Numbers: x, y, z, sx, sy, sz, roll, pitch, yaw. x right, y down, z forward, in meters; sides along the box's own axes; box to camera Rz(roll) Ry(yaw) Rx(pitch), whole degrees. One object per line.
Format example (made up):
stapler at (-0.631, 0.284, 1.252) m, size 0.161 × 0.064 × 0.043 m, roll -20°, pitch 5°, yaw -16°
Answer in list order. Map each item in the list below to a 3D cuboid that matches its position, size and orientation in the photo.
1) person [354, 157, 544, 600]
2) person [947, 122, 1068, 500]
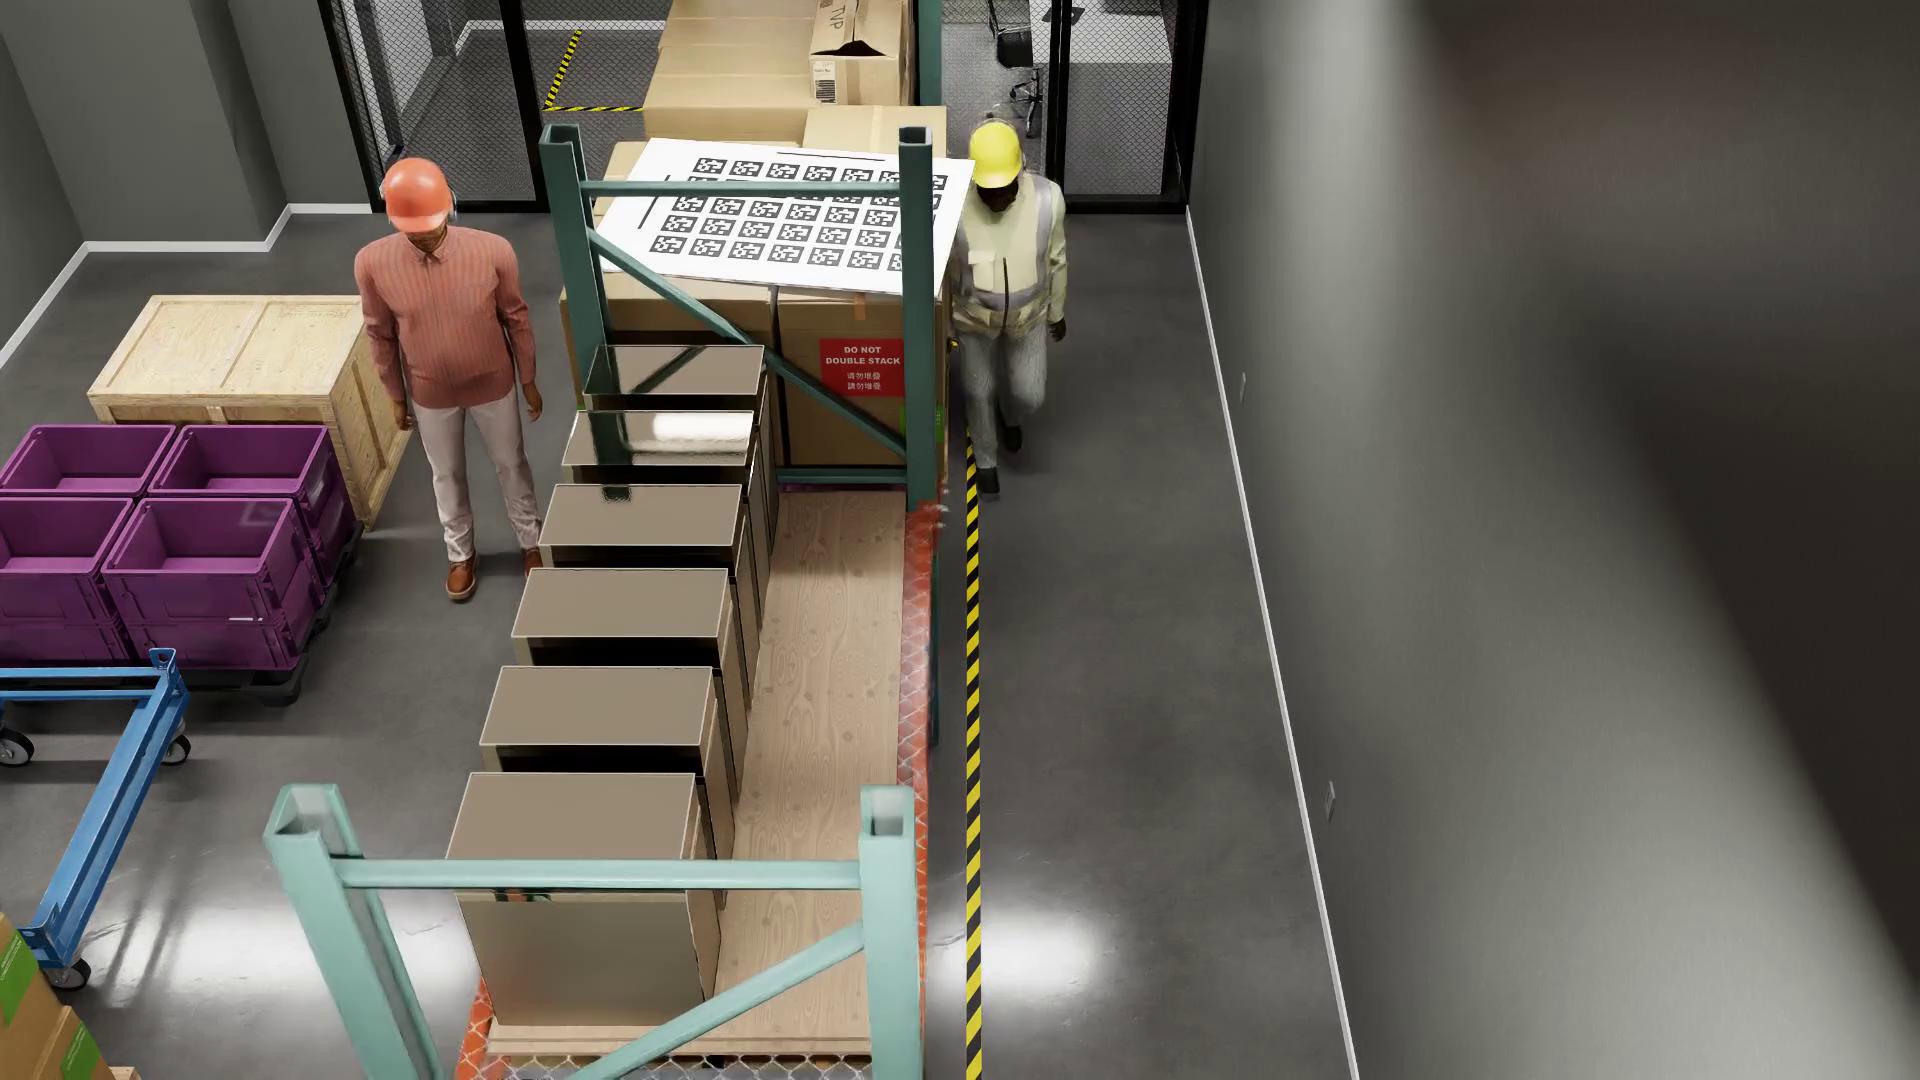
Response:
person at (-1.956, -0.608, 6.542) m, size 0.612 × 1.992 × 0.402 m, roll -8°, pitch 42°, yaw -10°
person at (0.162, -0.972, 7.092) m, size 0.608 × 1.810 × 0.443 m, roll -5°, pitch 41°, yaw -5°
